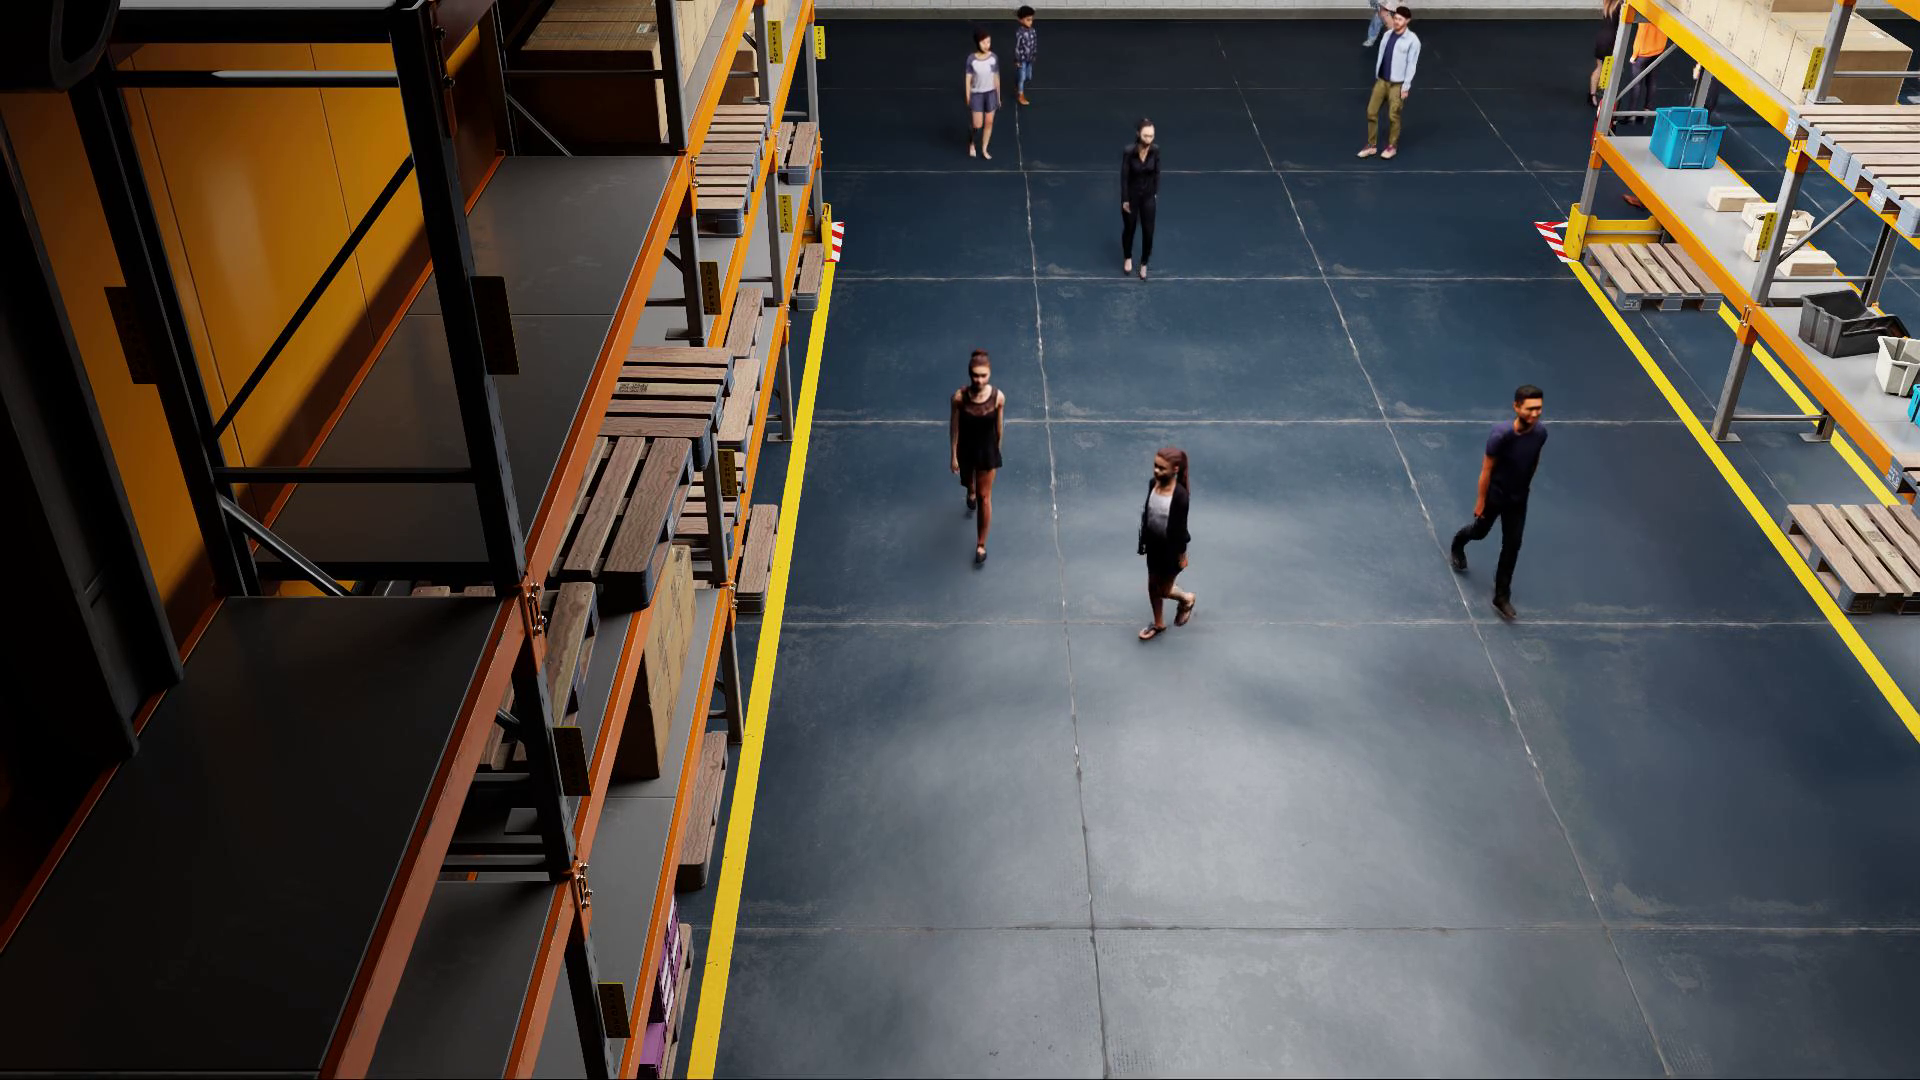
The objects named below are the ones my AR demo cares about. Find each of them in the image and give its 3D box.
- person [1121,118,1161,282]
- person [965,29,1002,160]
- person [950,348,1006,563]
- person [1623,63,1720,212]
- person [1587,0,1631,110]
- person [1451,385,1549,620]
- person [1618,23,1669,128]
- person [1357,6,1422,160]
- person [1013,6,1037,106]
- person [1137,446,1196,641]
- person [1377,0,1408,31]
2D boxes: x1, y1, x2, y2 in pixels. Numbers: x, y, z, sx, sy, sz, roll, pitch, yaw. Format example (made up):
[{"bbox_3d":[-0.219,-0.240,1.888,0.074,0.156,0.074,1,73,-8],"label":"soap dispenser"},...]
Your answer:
[{"bbox_3d":[1.761,-3.461,16.821,0.634,1.684,0.729,-4,34,-7],"label":"person"},{"bbox_3d":[0.242,-5.292,19.693,0.648,1.553,0.673,-14,36,-19],"label":"person"},{"bbox_3d":[0.125,-0.724,12.744,0.568,1.639,1.103,1,34,2],"label":"person"},{"bbox_3d":[7.983,-4.264,17.965,1.233,1.753,1.211,26,41,33],"label":"person"},{"bbox_3d":[8.182,-6.288,21.057,0.805,1.702,0.665,-10,35,-15],"label":"person"},{"bbox_3d":[3.903,-0.366,12.095,0.815,1.760,1.201,-6,34,-9],"label":"person"},{"bbox_3d":[8.530,-6.000,20.581,0.681,1.748,0.651,-9,35,-14],"label":"person"},{"bbox_3d":[5.160,-5.402,19.640,0.969,1.794,0.910,-26,42,-33],"label":"person"},{"bbox_3d":[0.790,-6.256,21.425,0.671,1.241,0.743,-21,39,-28],"label":"person"},{"bbox_3d":[1.505,0.000,11.739,0.810,1.545,0.758,-26,42,-33],"label":"person"},{"bbox_3d":[6.104,-7.545,22.891,0.707,1.764,0.615,2,34,4],"label":"person"}]
